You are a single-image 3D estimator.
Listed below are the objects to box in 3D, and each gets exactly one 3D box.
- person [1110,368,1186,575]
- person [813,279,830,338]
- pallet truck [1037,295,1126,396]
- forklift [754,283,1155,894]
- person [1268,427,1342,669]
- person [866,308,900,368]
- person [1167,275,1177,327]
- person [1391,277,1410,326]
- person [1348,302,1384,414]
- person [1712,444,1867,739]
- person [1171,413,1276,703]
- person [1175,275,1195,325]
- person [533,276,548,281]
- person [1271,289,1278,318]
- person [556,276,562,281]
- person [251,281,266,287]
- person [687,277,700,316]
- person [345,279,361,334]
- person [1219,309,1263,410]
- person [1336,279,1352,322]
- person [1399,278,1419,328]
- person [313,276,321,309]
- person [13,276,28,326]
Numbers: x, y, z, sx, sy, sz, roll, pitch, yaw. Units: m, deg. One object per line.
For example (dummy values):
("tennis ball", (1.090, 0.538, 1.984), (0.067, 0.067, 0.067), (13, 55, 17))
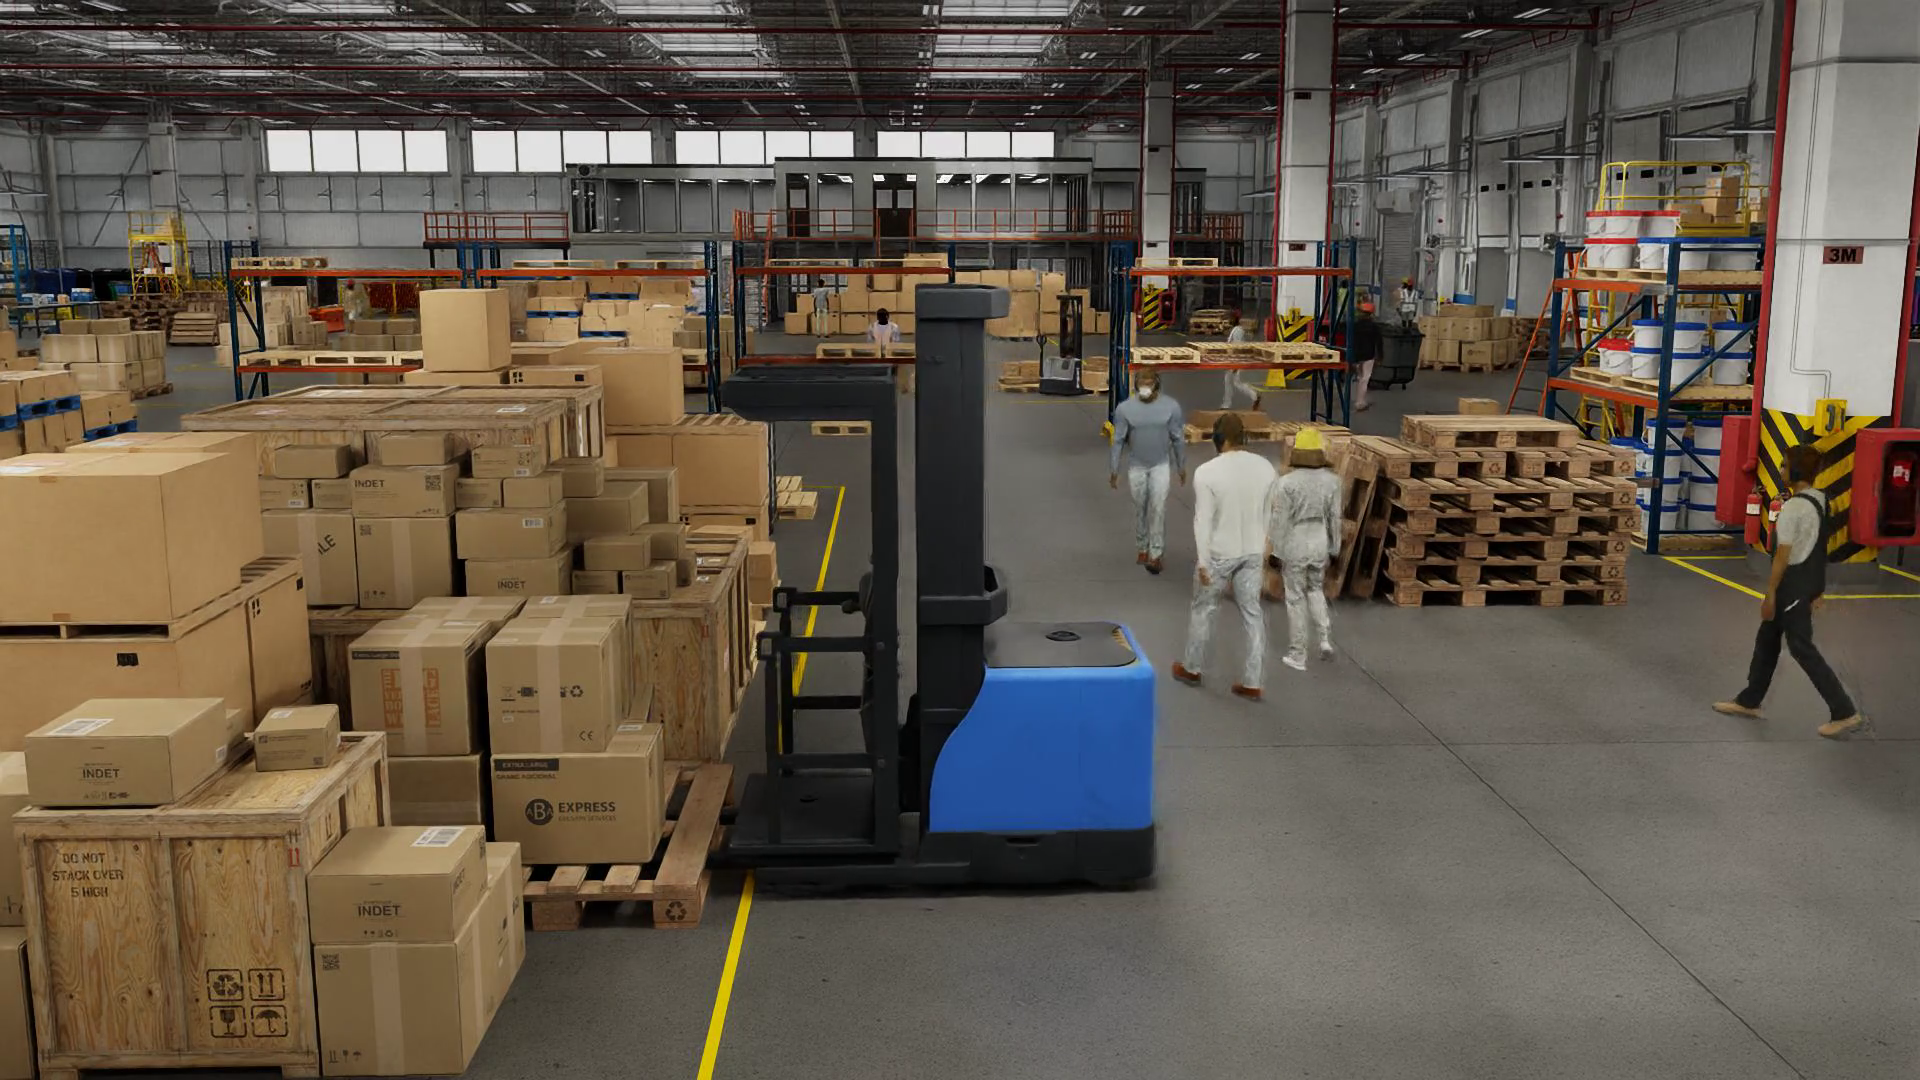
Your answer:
("person", (1.717, -0.636, 15.316), (0.665, 1.877, 1.020), (2, 10, 13))
("person", (-4.356, -7.271, 52.301), (0.521, 1.873, 0.334), (2, 10, 10))
("pallet truck", (2.483, -3.881, 33.060), (1.885, 1.965, 0.823), (-7, 13, -36))
("forklift", (-0.034, 0.174, 8.010), (1.873, 2.768, 1.129), (0, 10, -2))
("person", (2.441, 0.061, 11.851), (0.490, 1.734, 0.353), (-3, 11, -17))
("person", (-1.398, -3.281, 30.157), (0.626, 1.844, 0.429), (1, 10, 4))
("person", (7.562, -8.613, 59.427), (0.377, 1.995, 0.612), (1, 10, 7))
("person", (14.655, -7.793, 55.180), (0.579, 1.883, 0.723), (-3, 11, -19))
("person", (7.287, -3.238, 29.594), (0.959, 1.950, 0.647), (-9, 14, -42))
("person", (5.214, 0.307, 10.271), (0.520, 1.812, 0.937), (-9, 14, -42))
("person", (1.779, 0.095, 11.188), (0.655, 1.903, 0.910), (-4, 11, -21))
("person", (8.229, -8.769, 60.563), (0.986, 1.891, 0.649), (-4, 11, -20))
("person", (-15.619, -9.072, 61.862), (0.750, 2.000, 0.741), (-4, 11, -24))
("person", (9.199, -6.543, 48.820), (0.749, 1.663, 0.539), (-3, 10, -14))
("person", (-14.533, -8.739, 60.510), (0.593, 1.871, 1.024), (-2, 10, -9))
("person", (-26.261, -9.064, 62.400), (0.592, 1.836, 0.980), (0, 10, -2))
("person", (-7.923, -6.749, 49.001), (0.633, 2.005, 0.670), (4, 11, 21))
("person", (-18.725, -7.128, 51.429), (0.550, 1.912, 0.932), (7, 13, 35))
("person", (4.940, -3.151, 29.397), (0.775, 1.867, 0.589), (1, 10, 3))
("person", (12.385, -7.529, 53.892), (0.861, 1.809, 0.651), (-9, 13, -40))
("person", (13.752, -7.062, 50.990), (0.568, 1.926, 0.602), (3, 11, 15))
("person", (-25.252, -9.571, 65.435), (0.337, 1.757, 0.520), (-7, 12, -33))
("person", (-34.024, -8.662, 60.212), (0.536, 1.815, 1.028), (3, 10, 14))
